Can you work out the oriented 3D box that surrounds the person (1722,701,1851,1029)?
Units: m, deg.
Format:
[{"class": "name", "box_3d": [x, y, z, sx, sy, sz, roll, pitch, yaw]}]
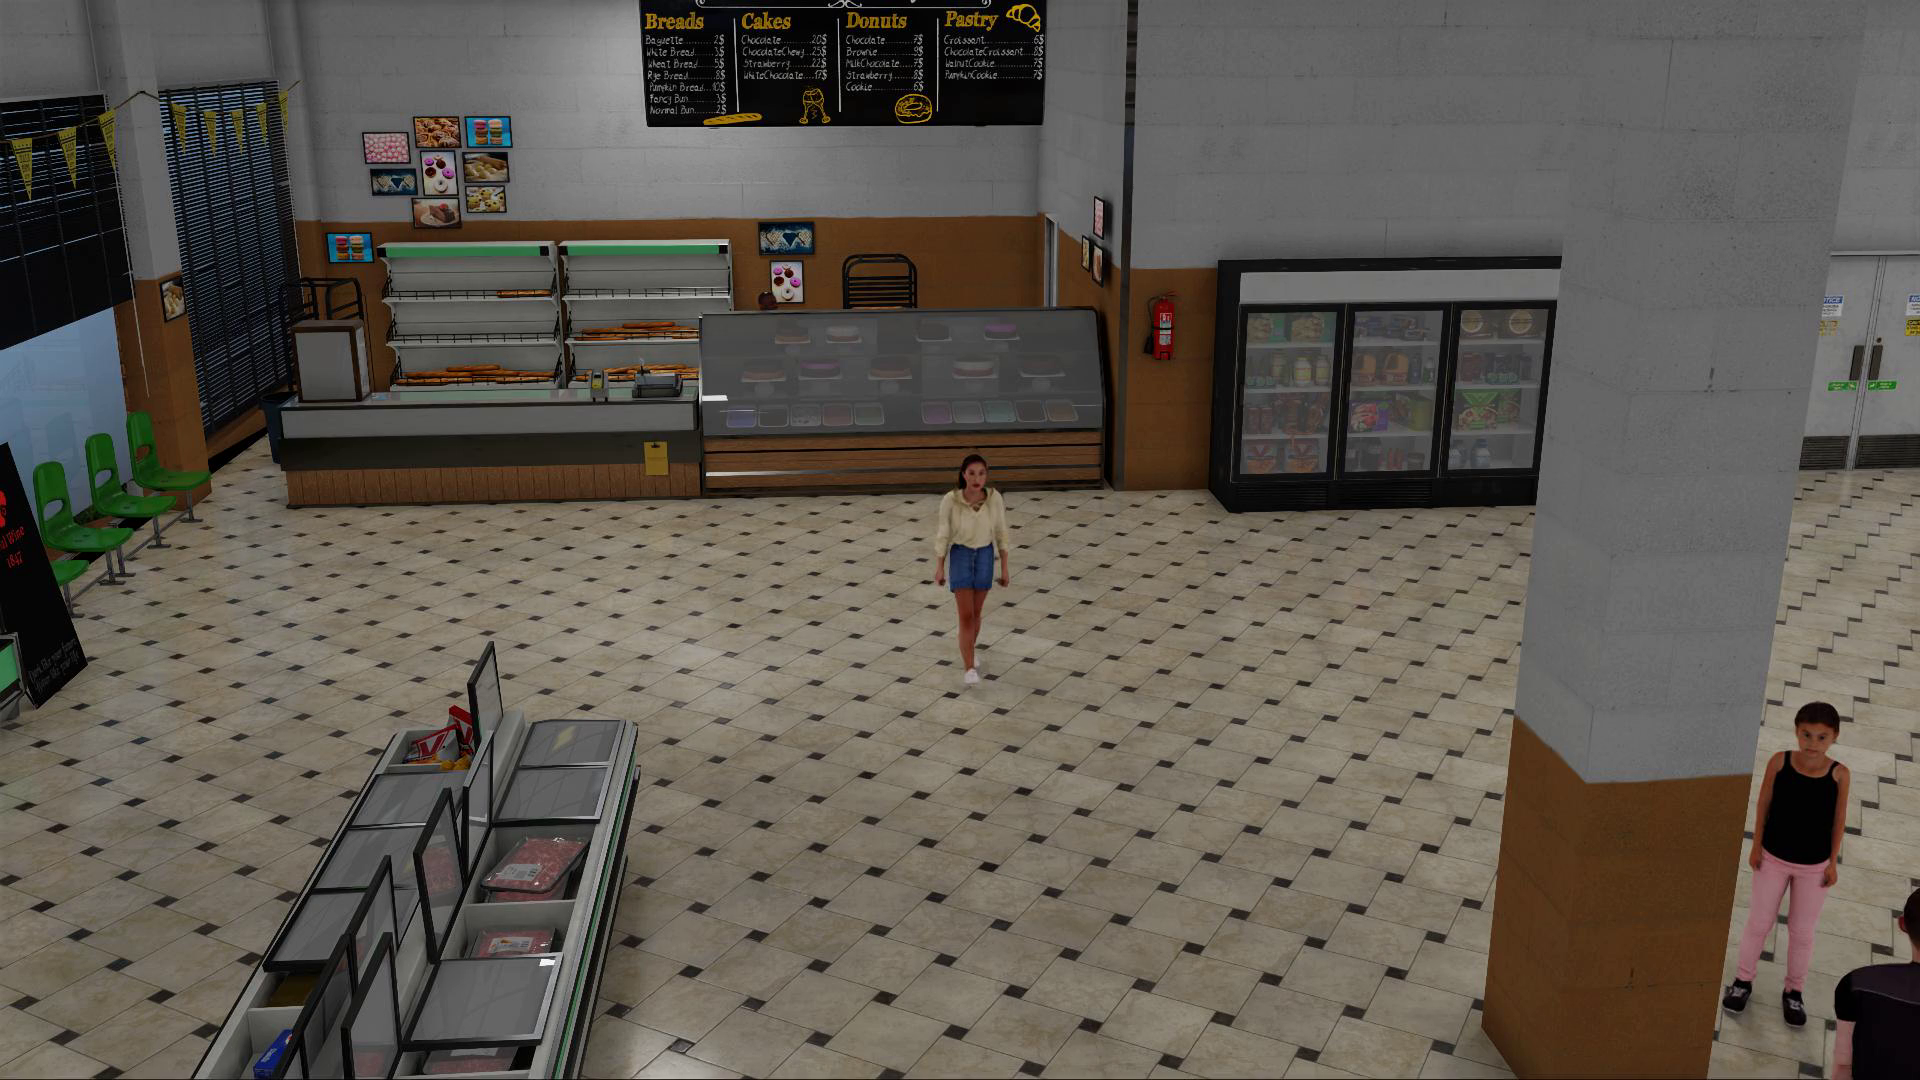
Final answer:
[{"class": "person", "box_3d": [3.808, 1.461, 7.599, 0.614, 1.564, 0.643, 8, 19, 26]}]

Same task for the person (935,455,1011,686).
[{"class": "person", "box_3d": [0.069, 0.175, 11.771, 0.760, 1.601, 0.986, -4, 17, -14]}]
